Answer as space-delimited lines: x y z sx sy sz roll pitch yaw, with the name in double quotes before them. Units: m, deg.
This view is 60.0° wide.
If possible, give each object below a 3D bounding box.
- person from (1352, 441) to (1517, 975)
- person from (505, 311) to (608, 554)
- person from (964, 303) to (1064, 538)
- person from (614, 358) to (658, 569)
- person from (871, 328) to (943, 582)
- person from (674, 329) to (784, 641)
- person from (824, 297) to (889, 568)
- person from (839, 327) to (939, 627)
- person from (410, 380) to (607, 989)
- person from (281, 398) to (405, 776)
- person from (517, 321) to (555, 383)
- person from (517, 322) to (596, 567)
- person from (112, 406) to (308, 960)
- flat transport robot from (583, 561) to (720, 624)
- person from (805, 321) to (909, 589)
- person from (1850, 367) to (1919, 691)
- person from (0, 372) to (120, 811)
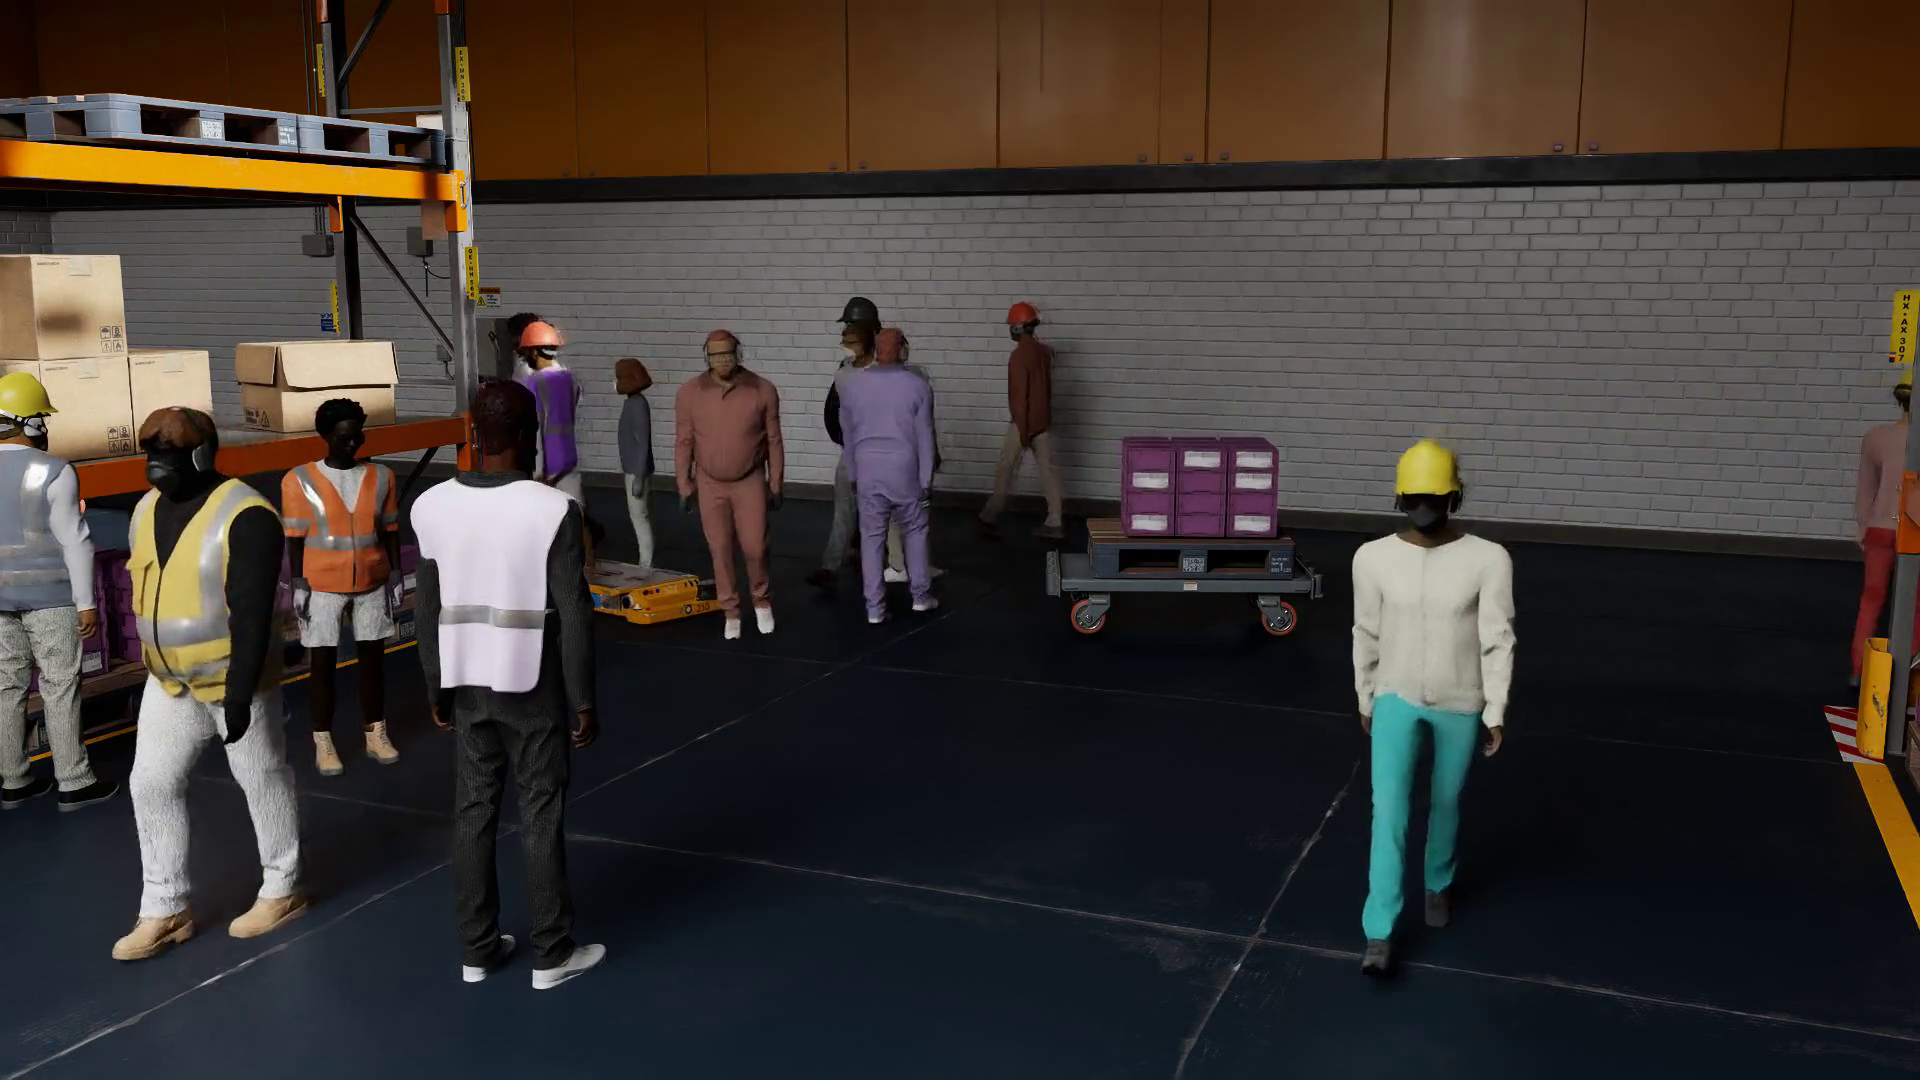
"person" 1.525 0.533 5.426 0.529 1.707 0.948 3 10 19
"person" -3.099 -0.760 12.599 0.721 1.940 0.640 -8 12 -39
"person" 0.481 -1.002 13.961 0.978 1.947 0.611 7 11 35
"person" -2.275 -0.460 11.668 0.264 1.634 0.508 -3 10 -16
"person" -0.385 -0.606 12.015 0.670 1.822 0.340 -6 11 -34
"person" -1.399 -0.325 10.067 0.653 1.891 0.418 0 9 -1
"person" -0.754 -0.811 12.556 0.536 2.000 0.682 -3 10 -18
"person" -0.420 -0.416 10.646 0.658 1.876 0.808 3 10 15
"person" -1.422 0.461 5.225 0.597 1.915 0.371 3 10 16
"person" -2.757 0.202 7.488 0.533 1.689 0.334 -7 12 -38
"person" -3.270 -0.725 12.627 0.557 1.850 0.516 -2 10 -12
"person" -2.848 -0.534 11.328 0.955 1.883 0.552 5 11 30
"person" -2.505 0.475 5.447 0.640 1.816 0.761 4 10 21
"flat transport robot" -2.278 0.324 11.030 1.431 0.197 0.652 8 12 39
"person" -0.657 -0.594 11.744 0.640 1.887 1.016 7 12 37
"person" 4.975 -0.042 8.735 0.324 1.767 0.530 -5 11 -29
"person" -3.849 0.223 6.922 0.600 1.832 0.404 2 9 9
